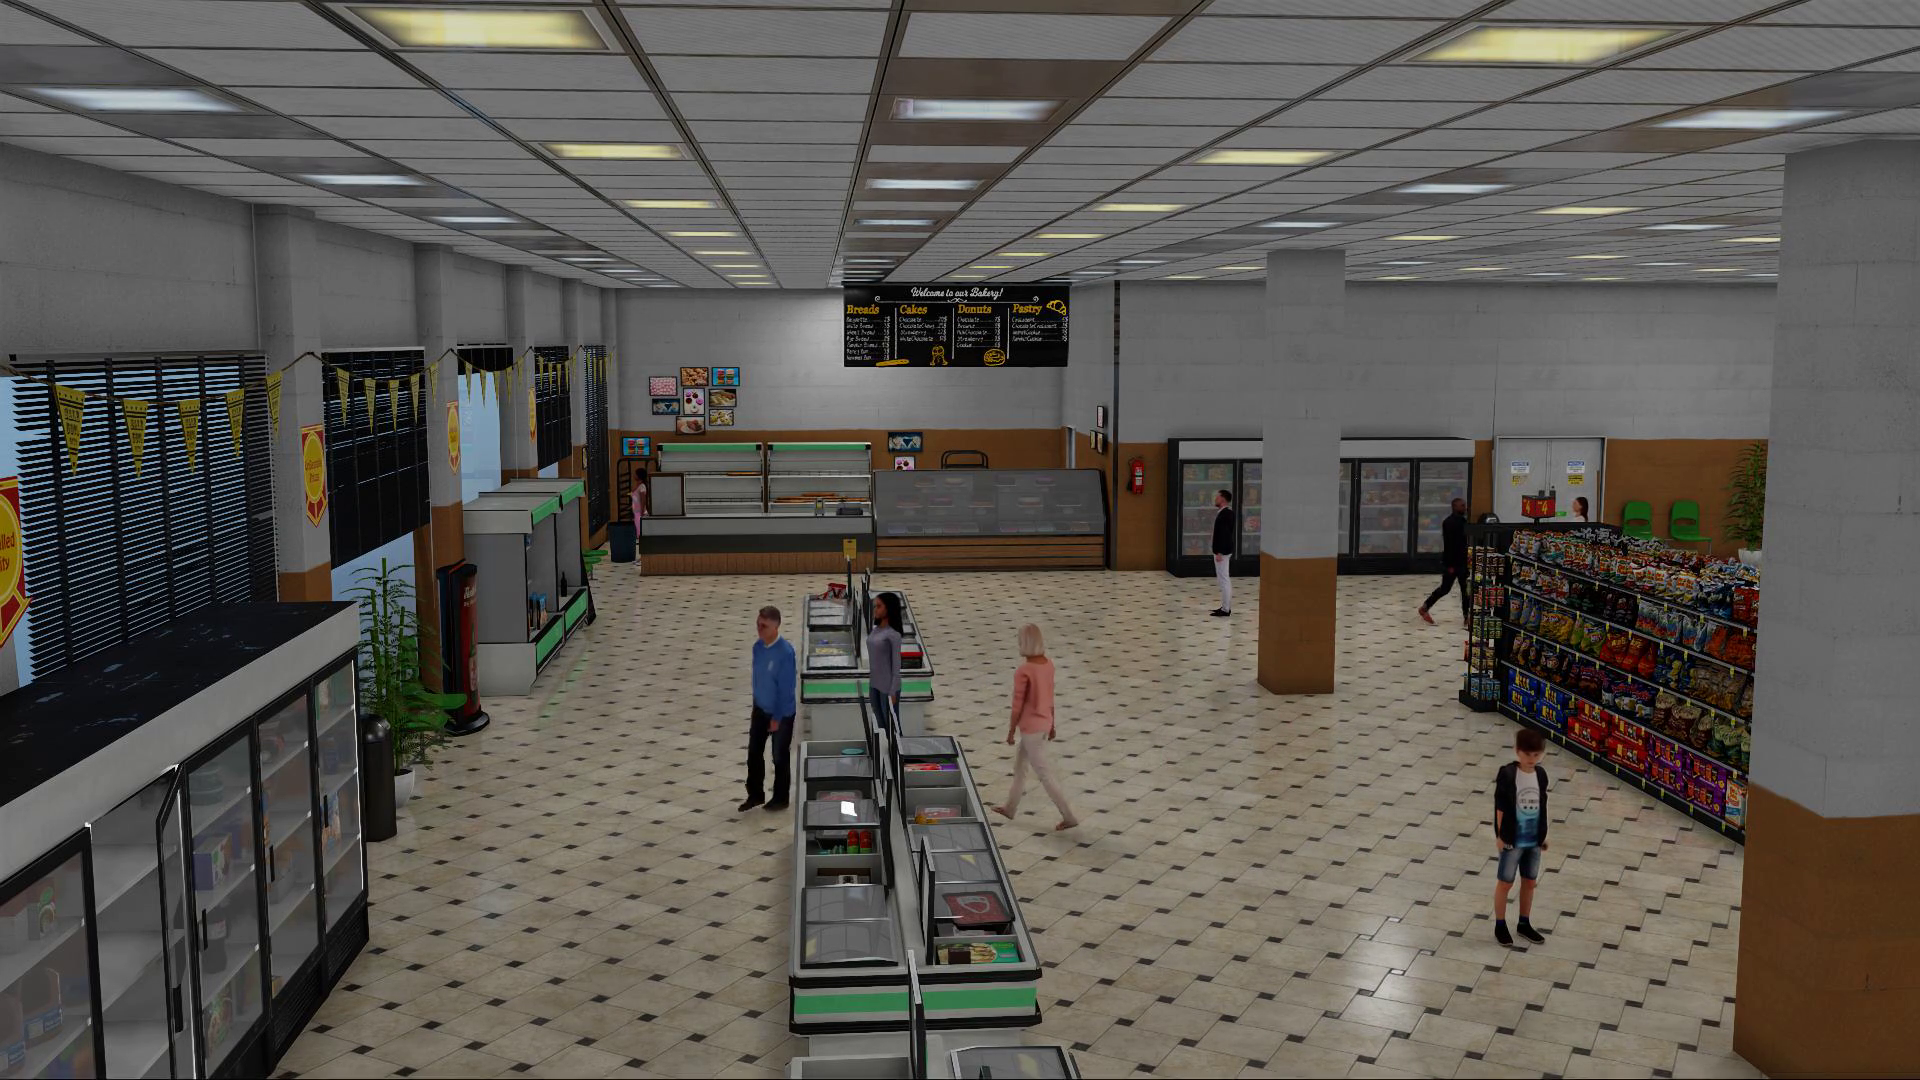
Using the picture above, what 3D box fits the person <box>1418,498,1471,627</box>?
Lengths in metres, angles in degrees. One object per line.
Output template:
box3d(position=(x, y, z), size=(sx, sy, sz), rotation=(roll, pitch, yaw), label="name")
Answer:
box3d(position=(6.818, 0.327, 23.193), size=(1.279, 1.786, 1.185), rotation=(7, 10, 44), label="person")

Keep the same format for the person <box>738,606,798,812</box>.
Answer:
box3d(position=(-1.512, 1.426, 14.112), size=(0.852, 1.784, 0.906), rotation=(6, 9, 40), label="person")

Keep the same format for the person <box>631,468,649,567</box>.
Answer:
box3d(position=(-5.667, -0.420, 29.569), size=(0.681, 1.740, 0.522), rotation=(-2, 7, -19), label="person")

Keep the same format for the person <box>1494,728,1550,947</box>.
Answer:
box3d(position=(3.739, 1.960, 11.080), size=(0.566, 1.450, 0.559), rotation=(-2, 7, -14), label="person")

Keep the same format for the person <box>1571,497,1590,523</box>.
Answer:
box3d(position=(9.179, 0.191, 24.734), size=(0.729, 1.686, 0.594), rotation=(2, 7, 15), label="person")

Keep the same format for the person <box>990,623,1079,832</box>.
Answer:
box3d(position=(0.670, 1.555, 13.479), size=(1.163, 1.680, 1.118), rotation=(5, 9, 38), label="person")

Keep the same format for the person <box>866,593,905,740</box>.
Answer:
box3d(position=(-0.659, 1.332, 15.085), size=(0.739, 1.737, 0.606), rotation=(-4, 8, -29), label="person")

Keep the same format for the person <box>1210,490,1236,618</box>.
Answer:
box3d(position=(3.838, 0.183, 24.145), size=(0.795, 1.844, 0.651), rotation=(3, 7, 20), label="person")
